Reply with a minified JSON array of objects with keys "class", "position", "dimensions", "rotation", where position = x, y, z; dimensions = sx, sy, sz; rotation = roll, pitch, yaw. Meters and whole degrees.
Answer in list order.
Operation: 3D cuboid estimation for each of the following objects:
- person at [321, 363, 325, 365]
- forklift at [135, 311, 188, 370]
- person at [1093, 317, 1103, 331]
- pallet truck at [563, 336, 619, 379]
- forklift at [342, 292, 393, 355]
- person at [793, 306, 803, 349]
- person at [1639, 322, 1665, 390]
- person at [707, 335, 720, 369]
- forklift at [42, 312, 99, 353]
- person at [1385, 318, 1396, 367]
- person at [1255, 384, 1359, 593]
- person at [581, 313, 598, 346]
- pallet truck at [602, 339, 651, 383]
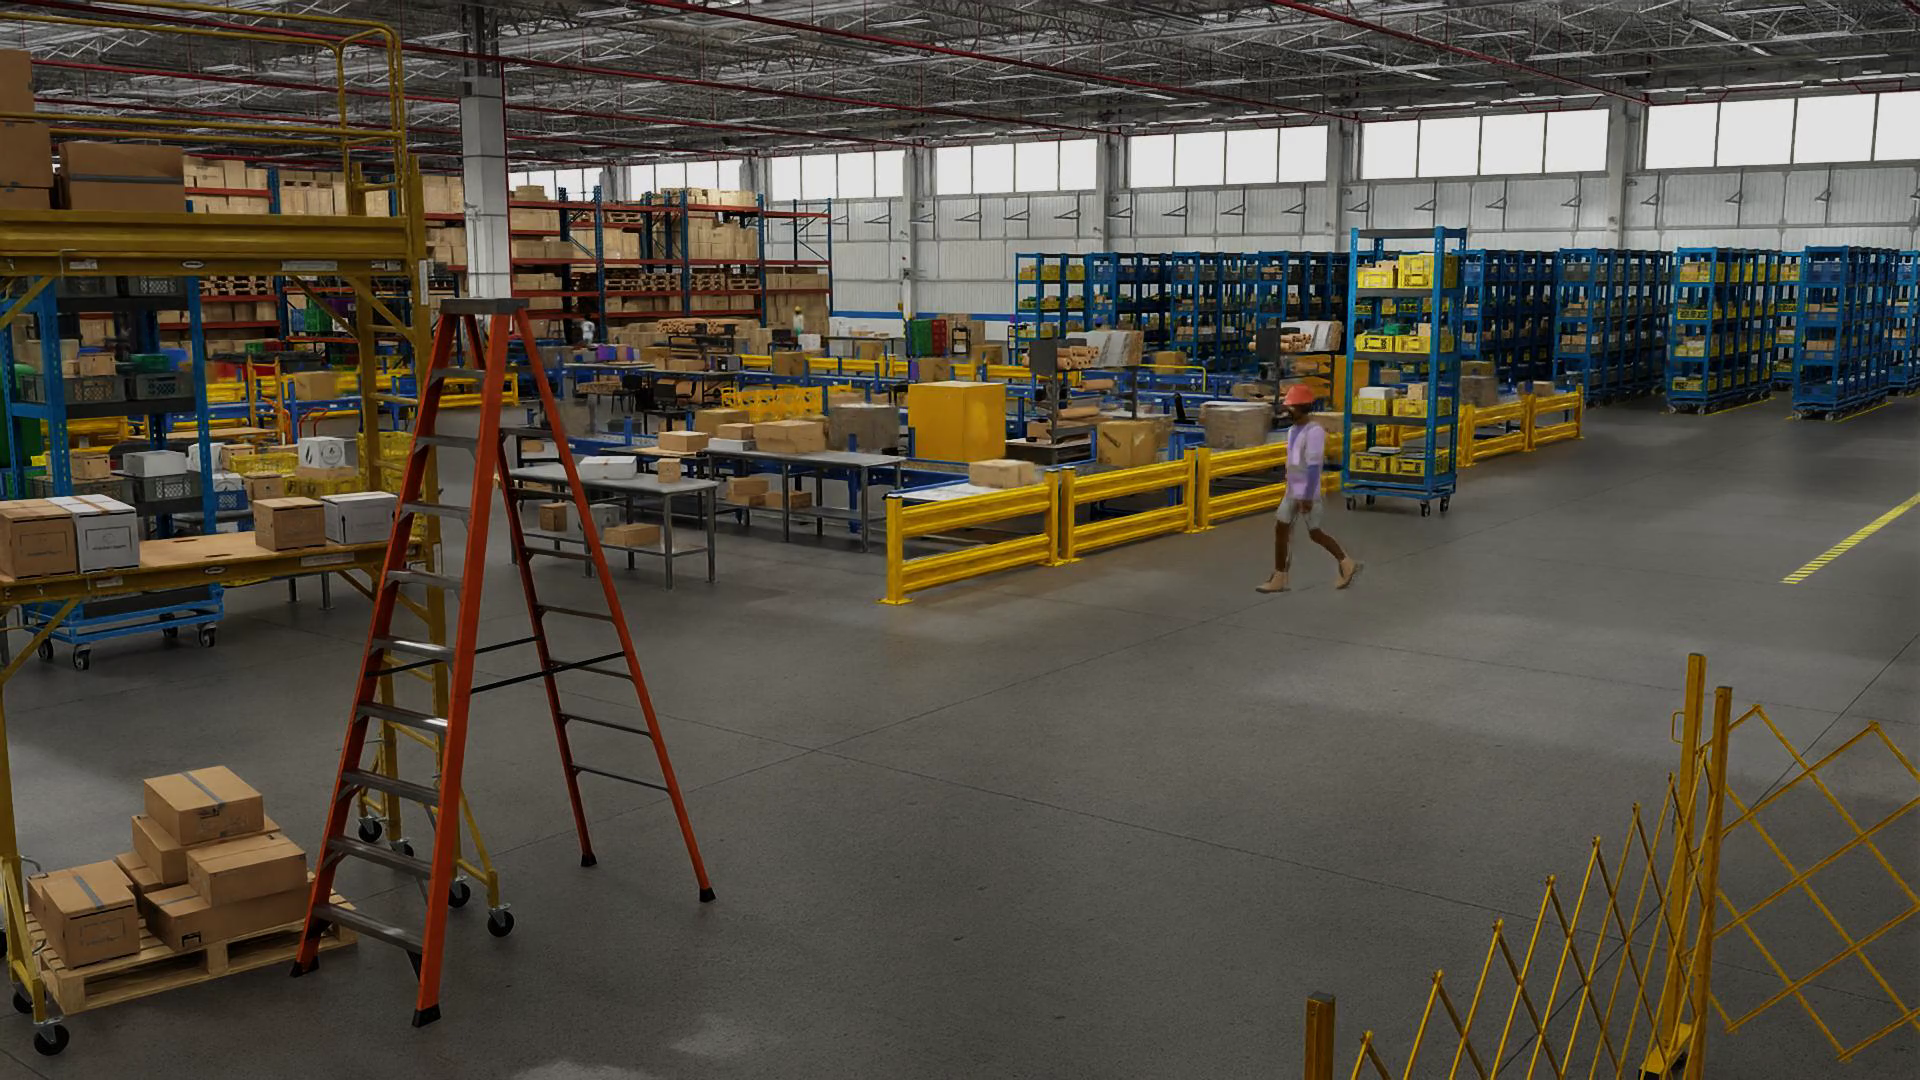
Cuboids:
[{"class":"person","position":[-20.598,-6.475,53.375],"dimensions":[0.545,1.938,0.355],"rotation":[2,9,10]},{"class":"forklift","position":[-21.055,-5.272,42.937],"dimensions":[1.873,2.768,1.129],"rotation":[-6,11,-34]},{"class":"person","position":[3.523,-4.771,42.807],"dimensions":[0.652,1.908,0.873],"rotation":[-6,11,-35]},{"class":"pallet truck","position":[-10.690,-5.294,48.215],"dimensions":[1.601,1.201,0.680],"rotation":[-5,10,-26]},{"class":"forklift","position":[-16.485,-5.622,45.120],"dimensions":[1.129,2.768,1.873],"rotation":[7,11,37]},{"class":"person","position":[-6.321,-8.315,65.411],"dimensions":[0.537,1.753,0.530],"rotation":[8,12,40]},{"class":"person","position":[17.937,-4.741,43.013],"dimensions":[0.575,1.801,0.975],"rotation":[-4,10,-25]},{"class":"person","position":[-6.025,-4.333,40.560],"dimensions":[0.485,1.751,0.544],"rotation":[4,10,26]},{"class":"forklift","position":[-23.779,-5.451,44.052],"dimensions":[1.873,2.768,1.129],"rotation":[7,11,36]},{"class":"person","position":[12.574,-5.591,48.280],"dimensions":[0.768,1.804,0.608],"rotation":[6,11,33]},{"class":"person","position":[3.332,-0.486,15.815],"dimensions":[0.972,2.004,0.606],"rotation":[-4,10,-21]},{"class":"person","position":[-12.694,-6.934,57.050],"dimensions":[0.546,1.673,0.676],"rotation":[4,10,25]},{"class":"pallet truck","position":[-8.991,-4.871,45.351],"dimensions":[0.653,1.274,1.630],"rotation":[7,11,37]}]
